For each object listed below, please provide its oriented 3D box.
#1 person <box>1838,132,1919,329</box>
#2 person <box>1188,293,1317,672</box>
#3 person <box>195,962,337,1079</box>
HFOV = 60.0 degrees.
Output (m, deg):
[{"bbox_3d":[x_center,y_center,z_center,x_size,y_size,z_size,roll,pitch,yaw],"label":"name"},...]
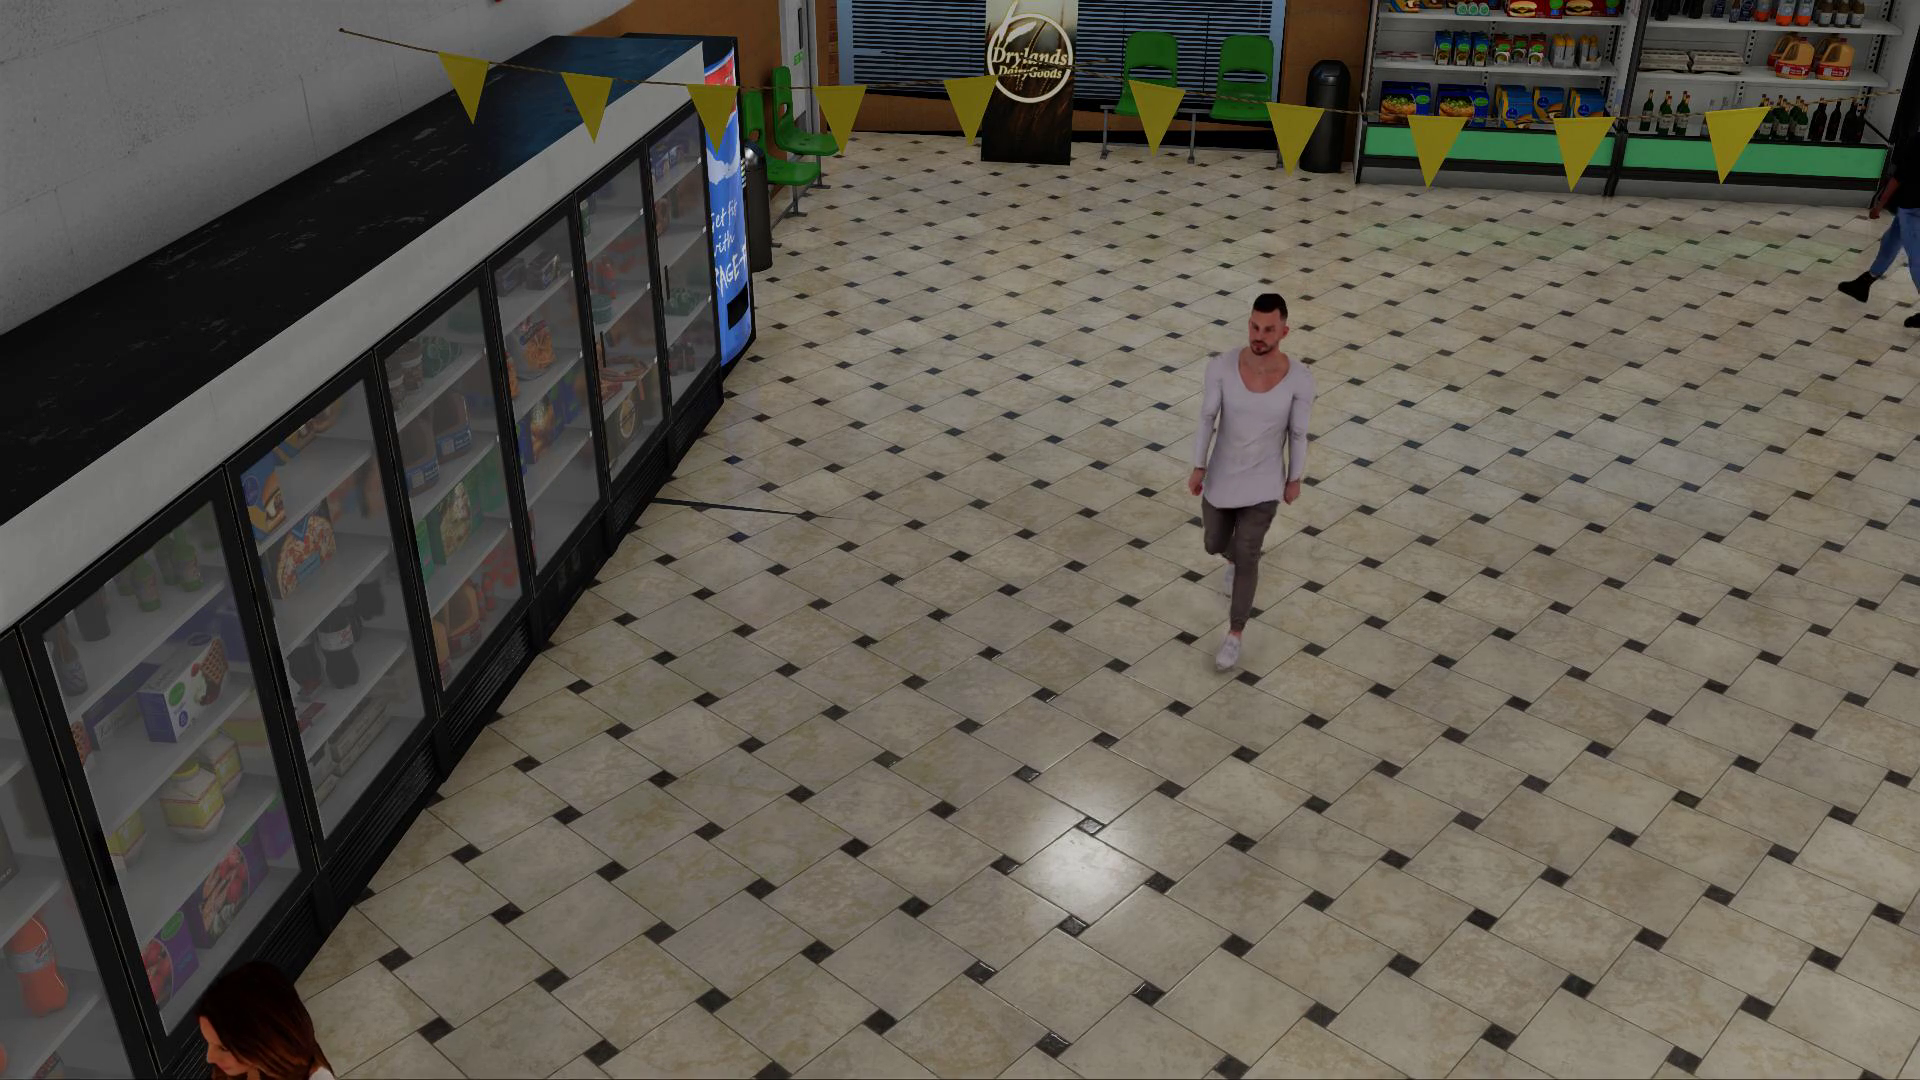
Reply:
[{"bbox_3d":[6.741,-2.266,11.598,1.170,1.649,1.043,-11,30,-19],"label":"person"},{"bbox_3d":[1.360,-0.334,7.883,1.089,1.819,0.893,11,30,19],"label":"person"},{"bbox_3d":[-1.557,1.738,4.126,0.606,1.782,0.728,19,34,31],"label":"person"}]
